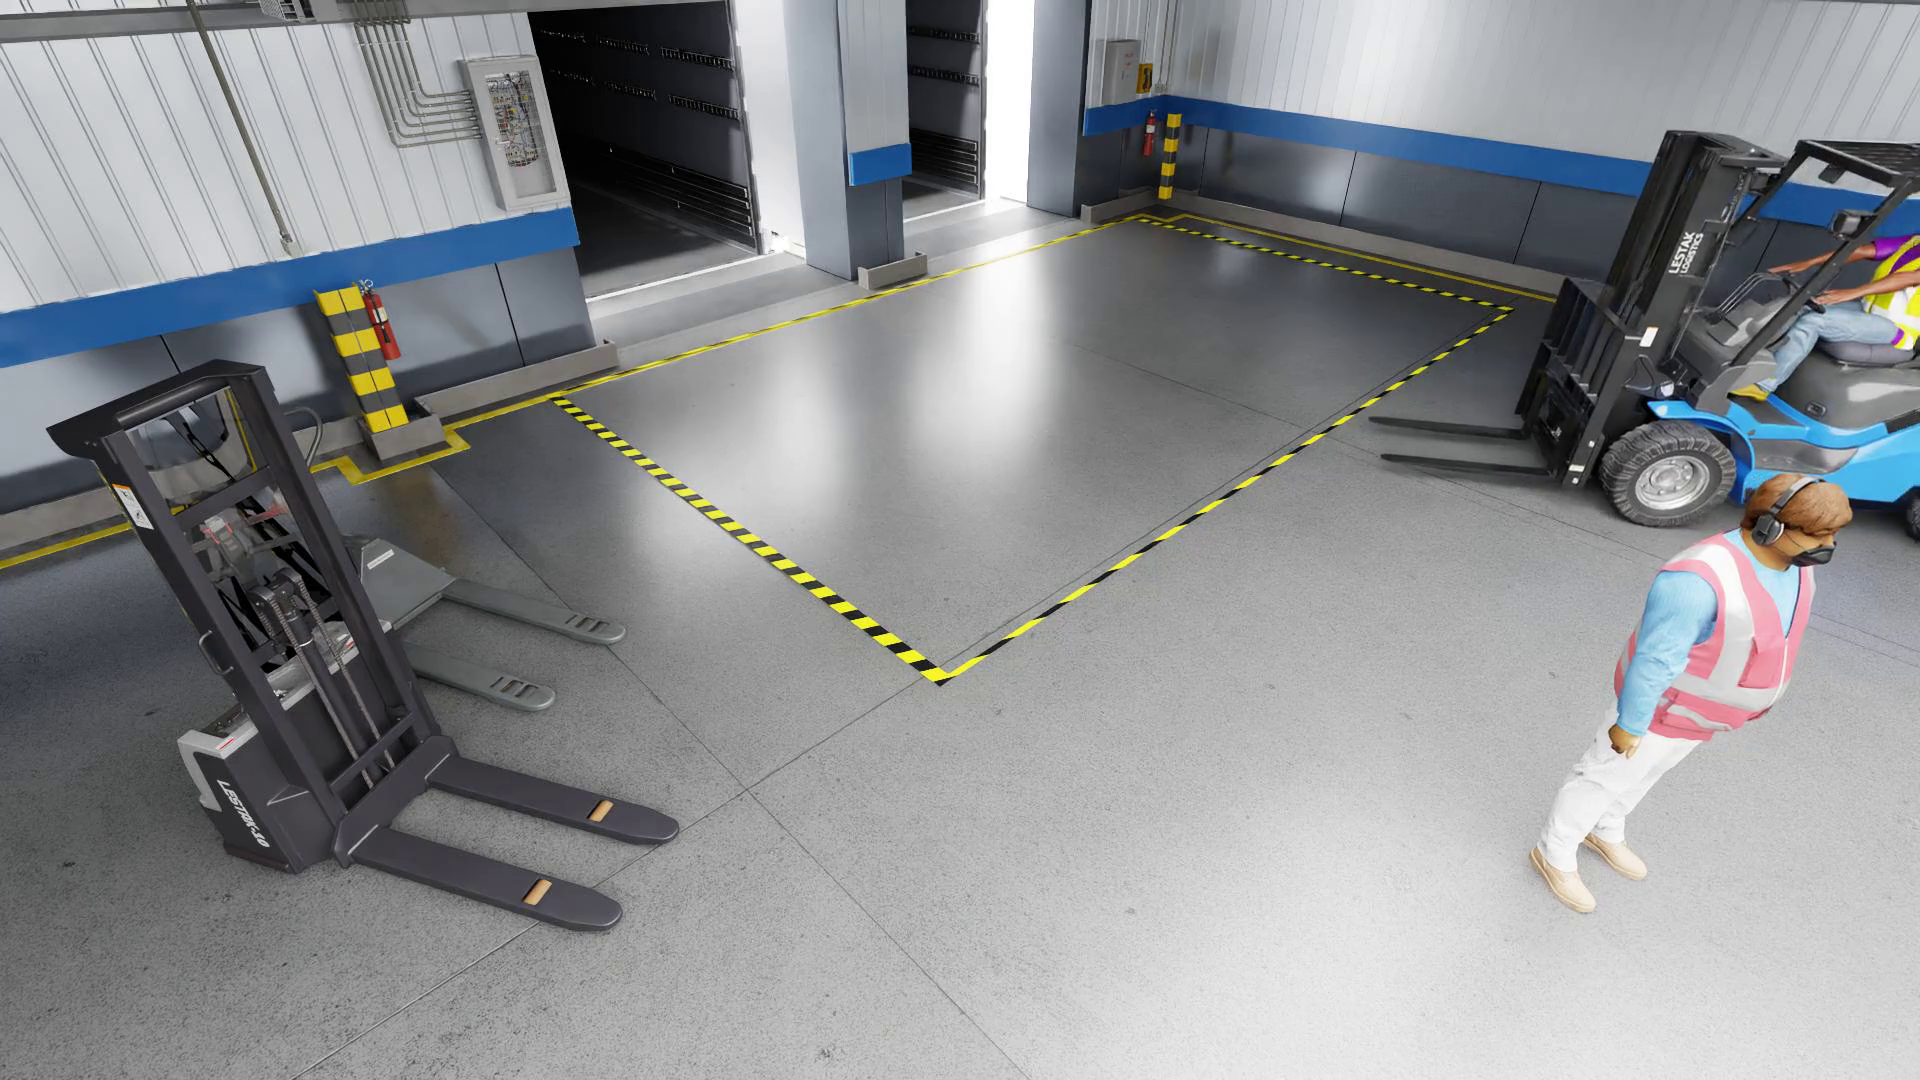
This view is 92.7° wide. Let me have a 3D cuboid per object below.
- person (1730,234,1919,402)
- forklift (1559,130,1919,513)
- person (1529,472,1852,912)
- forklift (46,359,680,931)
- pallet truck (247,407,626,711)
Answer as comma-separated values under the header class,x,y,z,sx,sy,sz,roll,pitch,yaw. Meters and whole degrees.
class,x,y,z,sx,sy,sz,roll,pitch,yaw
person,5.246,-1.459,5.471,1.004,1.294,0.635,7,35,10
forklift,5.303,-1.293,5.560,2.680,2.036,1.157,7,35,10
person,2.563,0.581,3.257,0.618,1.845,0.430,-14,37,-20
forklift,-2.135,0.422,3.354,1.885,1.965,0.823,10,35,14
pallet truck,-2.628,0.038,4.590,1.601,1.201,0.680,12,36,18
